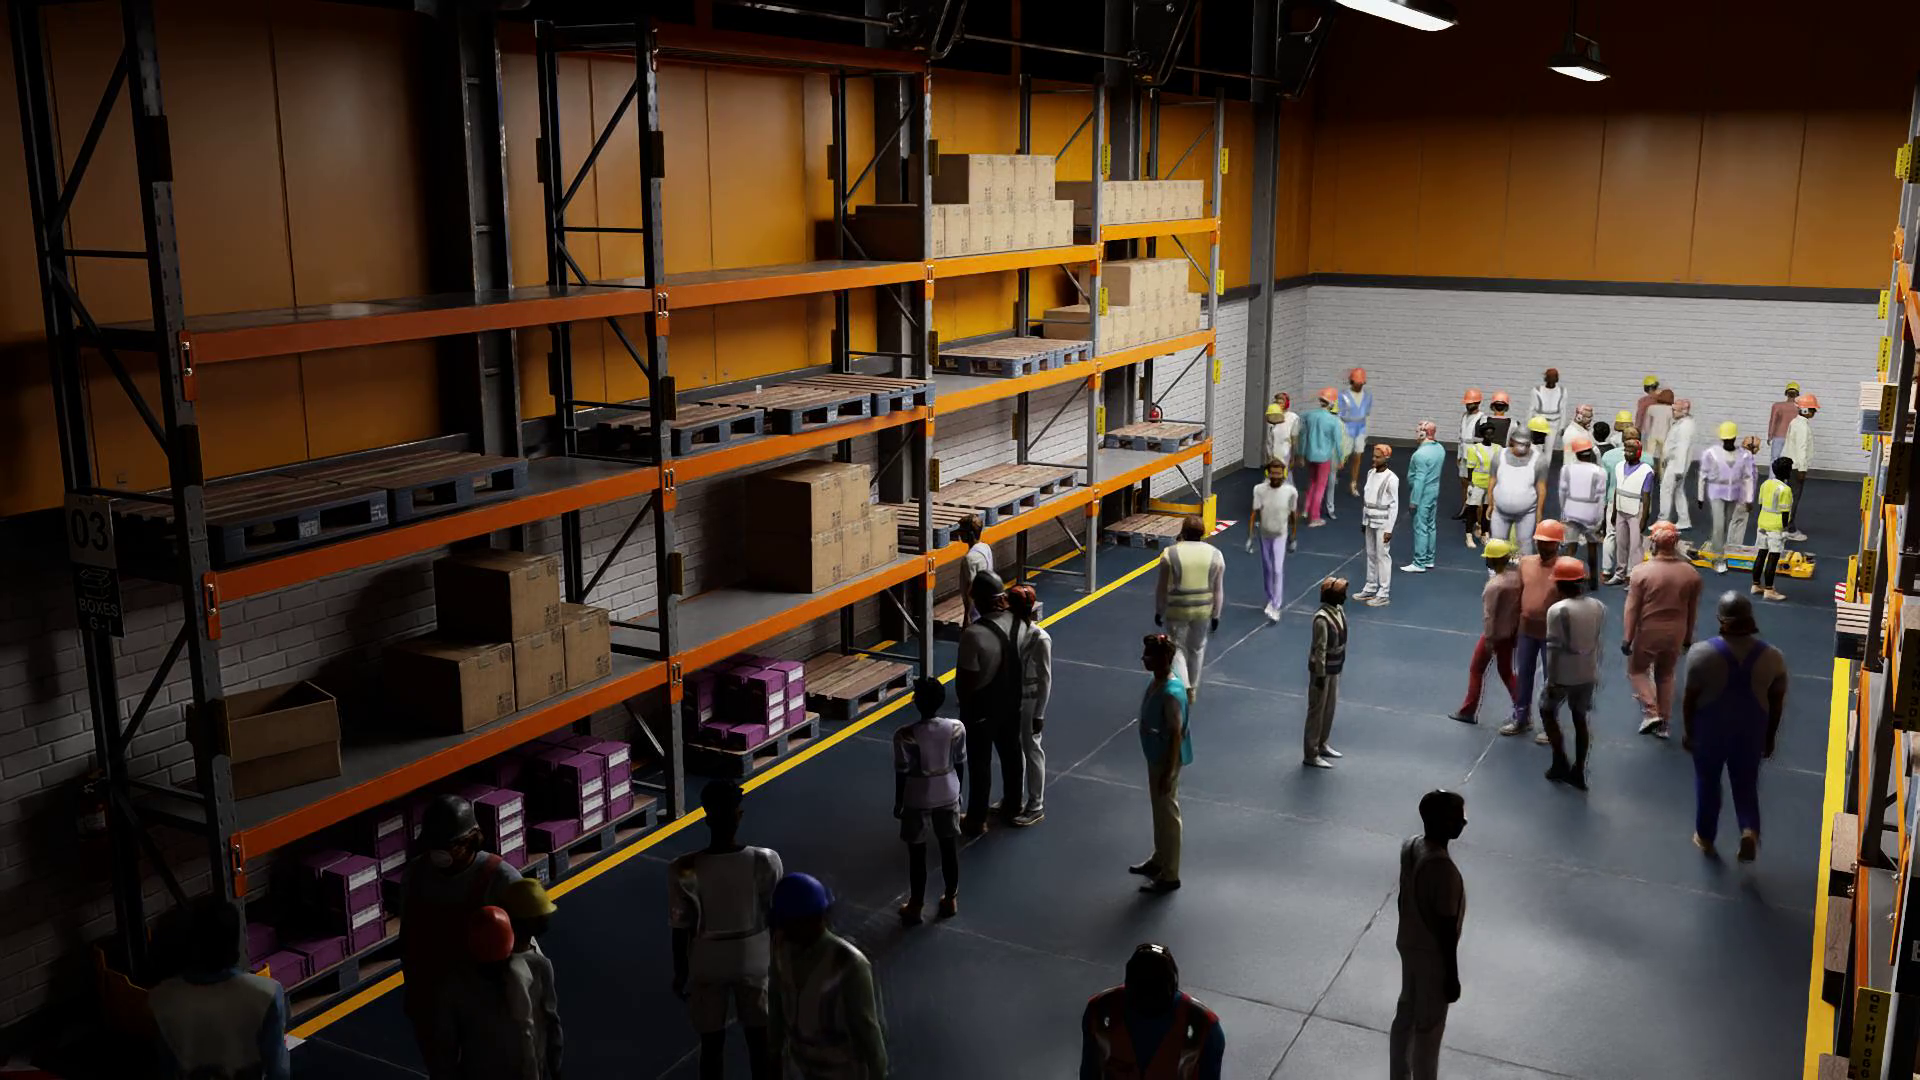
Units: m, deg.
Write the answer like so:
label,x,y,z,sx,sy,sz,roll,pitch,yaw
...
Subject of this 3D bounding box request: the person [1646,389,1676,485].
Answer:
label,x,y,z,sx,sy,sz,roll,pitch,yaw
person,11.056,-1.596,26.288,0.506,1.583,0.882,10,16,37

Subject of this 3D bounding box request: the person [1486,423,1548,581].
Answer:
label,x,y,z,sx,sy,sz,roll,pitch,yaw
person,6.645,-0.409,19.939,0.689,2.000,0.535,6,14,26

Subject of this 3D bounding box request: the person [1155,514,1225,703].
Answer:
label,x,y,z,sx,sy,sz,roll,pitch,yaw
person,2.155,0.675,15.567,0.638,1.828,0.538,-2,13,-8

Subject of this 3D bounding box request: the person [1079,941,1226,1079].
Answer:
label,x,y,z,sx,sy,sz,roll,pitch,yaw
person,0.801,2.566,7.104,0.624,1.835,0.431,4,13,16

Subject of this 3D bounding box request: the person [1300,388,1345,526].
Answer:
label,x,y,z,sx,sy,sz,roll,pitch,yaw
person,5.115,-1.170,23.509,0.500,1.968,0.620,-8,15,-33

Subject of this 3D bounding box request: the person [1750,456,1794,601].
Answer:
label,x,y,z,sx,sy,sz,roll,pitch,yaw
person,9.562,-0.145,19.531,0.317,1.697,0.540,-1,13,-4

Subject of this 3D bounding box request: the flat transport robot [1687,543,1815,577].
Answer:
label,x,y,z,sx,sy,sz,roll,pitch,yaw
flat transport robot,10.008,0.234,21.059,1.431,0.197,0.652,7,15,30

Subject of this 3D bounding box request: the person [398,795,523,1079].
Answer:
label,x,y,z,sx,sy,sz,roll,pitch,yaw
person,-2.463,2.221,8.164,0.688,2.000,0.539,3,13,12

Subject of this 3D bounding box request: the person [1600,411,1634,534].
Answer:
label,x,y,z,sx,sy,sz,roll,pitch,yaw
person,9.092,-0.915,22.892,0.483,1.738,0.321,-3,13,-15

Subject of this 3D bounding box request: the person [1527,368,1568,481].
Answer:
label,x,y,z,sx,sy,sz,roll,pitch,yaw
person,9.469,-1.859,26.841,0.585,1.864,0.432,1,13,6

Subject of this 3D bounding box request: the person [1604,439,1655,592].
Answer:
label,x,y,z,sx,sy,sz,roll,pitch,yaw
person,8.062,-0.307,19.957,0.393,1.836,0.561,-5,14,-21

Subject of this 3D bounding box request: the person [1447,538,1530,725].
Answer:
label,x,y,z,sx,sy,sz,roll,pitch,yaw
person,4.855,0.841,15.020,0.535,1.741,0.690,-11,17,-41

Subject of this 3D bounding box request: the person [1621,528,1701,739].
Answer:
label,x,y,z,sx,sy,sz,roll,pitch,yaw
person,6.171,0.841,14.709,0.710,1.884,0.447,-1,13,-7

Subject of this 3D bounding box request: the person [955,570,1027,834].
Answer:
label,x,y,z,sx,sy,sz,roll,pitch,yaw
person,0.209,1.205,12.714,0.683,2.000,0.535,-11,16,-39

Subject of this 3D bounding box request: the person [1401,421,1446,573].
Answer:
label,x,y,z,sx,sy,sz,roll,pitch,yaw
person,5.792,-0.544,20.849,0.407,1.906,0.655,10,16,38

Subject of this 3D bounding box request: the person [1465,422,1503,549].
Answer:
label,x,y,z,sx,sy,sz,roll,pitch,yaw
person,6.979,-0.733,22.168,0.535,1.697,0.318,-4,13,-17

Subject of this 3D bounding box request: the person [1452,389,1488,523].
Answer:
label,x,y,z,sx,sy,sz,roll,pitch,yaw
person,7.286,-1.202,23.748,0.388,1.930,0.545,-5,14,-21

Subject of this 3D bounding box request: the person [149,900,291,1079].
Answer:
label,x,y,z,sx,sy,sz,roll,pitch,yaw
person,-3.214,2.464,7.440,0.608,1.875,0.986,0,13,-1

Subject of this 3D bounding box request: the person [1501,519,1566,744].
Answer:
label,x,y,z,sx,sy,sz,roll,pitch,yaw
person,5.122,0.793,14.655,0.375,1.997,0.611,-11,17,-41

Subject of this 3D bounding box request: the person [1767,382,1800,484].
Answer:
label,x,y,z,sx,sy,sz,roll,pitch,yaw
person,12.845,-1.582,25.847,0.532,1.754,0.342,4,13,19

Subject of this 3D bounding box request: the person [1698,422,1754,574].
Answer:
label,x,y,z,sx,sy,sz,roll,pitch,yaw
person,9.594,-0.520,20.755,0.585,1.895,0.806,0,13,-1

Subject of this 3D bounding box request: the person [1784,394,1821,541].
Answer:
label,x,y,z,sx,sy,sz,roll,pitch,yaw
person,11.446,-1.001,22.694,0.389,1.992,0.625,4,13,15

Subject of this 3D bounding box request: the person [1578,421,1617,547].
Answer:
label,x,y,z,sx,sy,sz,roll,pitch,yaw
person,8.544,-0.738,22.210,0.538,1.688,0.322,-6,14,-24

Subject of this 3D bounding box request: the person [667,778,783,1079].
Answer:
label,x,y,z,sx,sy,sz,roll,pitch,yaw
person,-1.185,2.174,8.560,0.600,1.959,0.376,-2,13,-10

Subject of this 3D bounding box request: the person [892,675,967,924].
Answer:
label,x,y,z,sx,sy,sz,roll,pitch,yaw
person,-0.205,1.729,11.137,0.536,1.700,0.318,-6,14,-24

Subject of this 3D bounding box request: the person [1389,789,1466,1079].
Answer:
label,x,y,z,sx,sy,sz,roll,pitch,yaw
person,2.472,2.190,8.743,0.345,1.847,0.506,-3,13,-12

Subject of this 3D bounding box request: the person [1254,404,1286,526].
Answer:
label,x,y,z,sx,sy,sz,roll,pitch,yaw
person,4.425,-1.064,23.584,0.362,1.726,0.516,4,13,18

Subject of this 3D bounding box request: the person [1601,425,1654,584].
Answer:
label,x,y,z,sx,sy,sz,roll,pitch,yaw
person,8.101,-0.432,20.271,0.632,1.938,0.359,11,16,40

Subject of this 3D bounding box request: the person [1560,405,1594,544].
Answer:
label,x,y,z,sx,sy,sz,roll,pitch,yaw
person,8.326,-0.885,22.412,0.402,1.896,0.652,9,16,36

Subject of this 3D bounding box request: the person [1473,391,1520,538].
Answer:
label,x,y,z,sx,sy,sz,roll,pitch,yaw
person,7.301,-1.018,22.699,0.611,2.032,0.411,3,13,15

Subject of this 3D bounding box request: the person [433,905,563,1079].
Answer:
label,x,y,z,sx,sy,sz,roll,pitch,yaw
person,-2.106,2.485,7.672,0.575,1.737,0.355,-7,14,-28

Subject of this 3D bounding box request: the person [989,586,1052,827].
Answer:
label,x,y,z,sx,sy,sz,roll,pitch,yaw
person,0.472,1.265,12.801,0.355,1.883,0.574,-8,15,-32

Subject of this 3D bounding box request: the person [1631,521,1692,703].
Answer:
label,x,y,z,sx,sy,sz,roll,pitch,yaw
person,6.637,0.677,15.748,0.561,1.742,0.337,-9,16,-36

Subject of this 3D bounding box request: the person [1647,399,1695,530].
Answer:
label,x,y,z,sx,sy,sz,roll,pitch,yaw
person,9.969,-1.045,23.155,0.582,1.883,0.756,5,14,23

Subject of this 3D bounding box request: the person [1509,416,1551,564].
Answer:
label,x,y,z,sx,sy,sz,roll,pitch,yaw
person,7.282,-0.634,21.242,0.420,1.918,0.590,8,15,33

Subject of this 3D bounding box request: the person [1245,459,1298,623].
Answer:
label,x,y,z,sx,sy,sz,roll,pitch,yaw
person,3.471,0.004,18.579,0.522,1.821,0.949,5,13,21

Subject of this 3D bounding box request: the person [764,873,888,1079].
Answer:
label,x,y,z,sx,sy,sz,roll,pitch,yaw
person,-0.603,2.401,7.744,0.630,1.889,0.980,12,17,43

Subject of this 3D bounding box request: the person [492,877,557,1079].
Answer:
label,x,y,z,sx,sy,sz,roll,pitch,yaw
person,-2.022,2.430,7.848,0.305,1.771,0.525,-3,13,-11

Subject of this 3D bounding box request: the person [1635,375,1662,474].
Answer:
label,x,y,z,sx,sy,sz,roll,pitch,yaw
person,11.060,-1.775,26.709,0.532,1.760,0.560,-4,13,-19

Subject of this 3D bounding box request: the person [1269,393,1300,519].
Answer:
label,x,y,z,sx,sy,sz,roll,pitch,yaw
person,4.674,-1.223,24.041,0.390,1.838,0.561,-8,15,-33

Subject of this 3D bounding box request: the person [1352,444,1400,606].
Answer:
label,x,y,z,sx,sy,sz,roll,pitch,yaw
person,4.834,-0.179,19.263,0.347,1.883,0.584,-4,13,-18

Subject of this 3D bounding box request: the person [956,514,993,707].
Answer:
label,x,y,z,sx,sy,sz,roll,pitch,yaw
person,0.146,0.662,15.619,0.351,1.837,0.502,4,13,17

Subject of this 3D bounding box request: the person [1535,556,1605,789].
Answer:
label,x,y,z,sx,sy,sz,roll,pitch,yaw
person,4.981,1.082,13.556,0.565,1.910,0.455,-3,13,-13

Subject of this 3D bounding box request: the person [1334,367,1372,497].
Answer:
label,x,y,z,sx,sy,sz,roll,pitch,yaw
person,6.041,-1.697,25.762,0.622,2.017,0.692,-3,13,-14

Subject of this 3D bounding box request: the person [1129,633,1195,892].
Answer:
label,x,y,z,sx,sy,sz,roll,pitch,yaw
person,1.430,1.545,11.626,0.394,1.846,0.564,-1,13,-3

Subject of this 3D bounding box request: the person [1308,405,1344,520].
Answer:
label,x,y,z,sx,sy,sz,roll,pitch,yaw
person,5.254,-1.156,23.924,0.525,1.760,0.340,-1,13,-3

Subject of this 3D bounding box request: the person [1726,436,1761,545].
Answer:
label,x,y,z,sx,sy,sz,roll,pitch,yaw
person,10.095,-0.539,21.451,0.314,1.631,0.525,2,13,9

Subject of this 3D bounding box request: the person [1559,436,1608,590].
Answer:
label,x,y,z,sx,sy,sz,roll,pitch,yaw
person,7.417,-0.303,19.782,0.560,1.904,0.704,9,15,35

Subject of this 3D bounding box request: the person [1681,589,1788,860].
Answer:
label,x,y,z,sx,sy,sz,roll,pitch,yaw
person,5.582,1.345,12.089,0.679,2.000,0.667,2,13,11

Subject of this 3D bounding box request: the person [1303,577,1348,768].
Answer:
label,x,y,z,sx,sy,sz,roll,pitch,yaw
person,3.108,1.105,14.098,0.315,1.632,0.524,7,15,30
